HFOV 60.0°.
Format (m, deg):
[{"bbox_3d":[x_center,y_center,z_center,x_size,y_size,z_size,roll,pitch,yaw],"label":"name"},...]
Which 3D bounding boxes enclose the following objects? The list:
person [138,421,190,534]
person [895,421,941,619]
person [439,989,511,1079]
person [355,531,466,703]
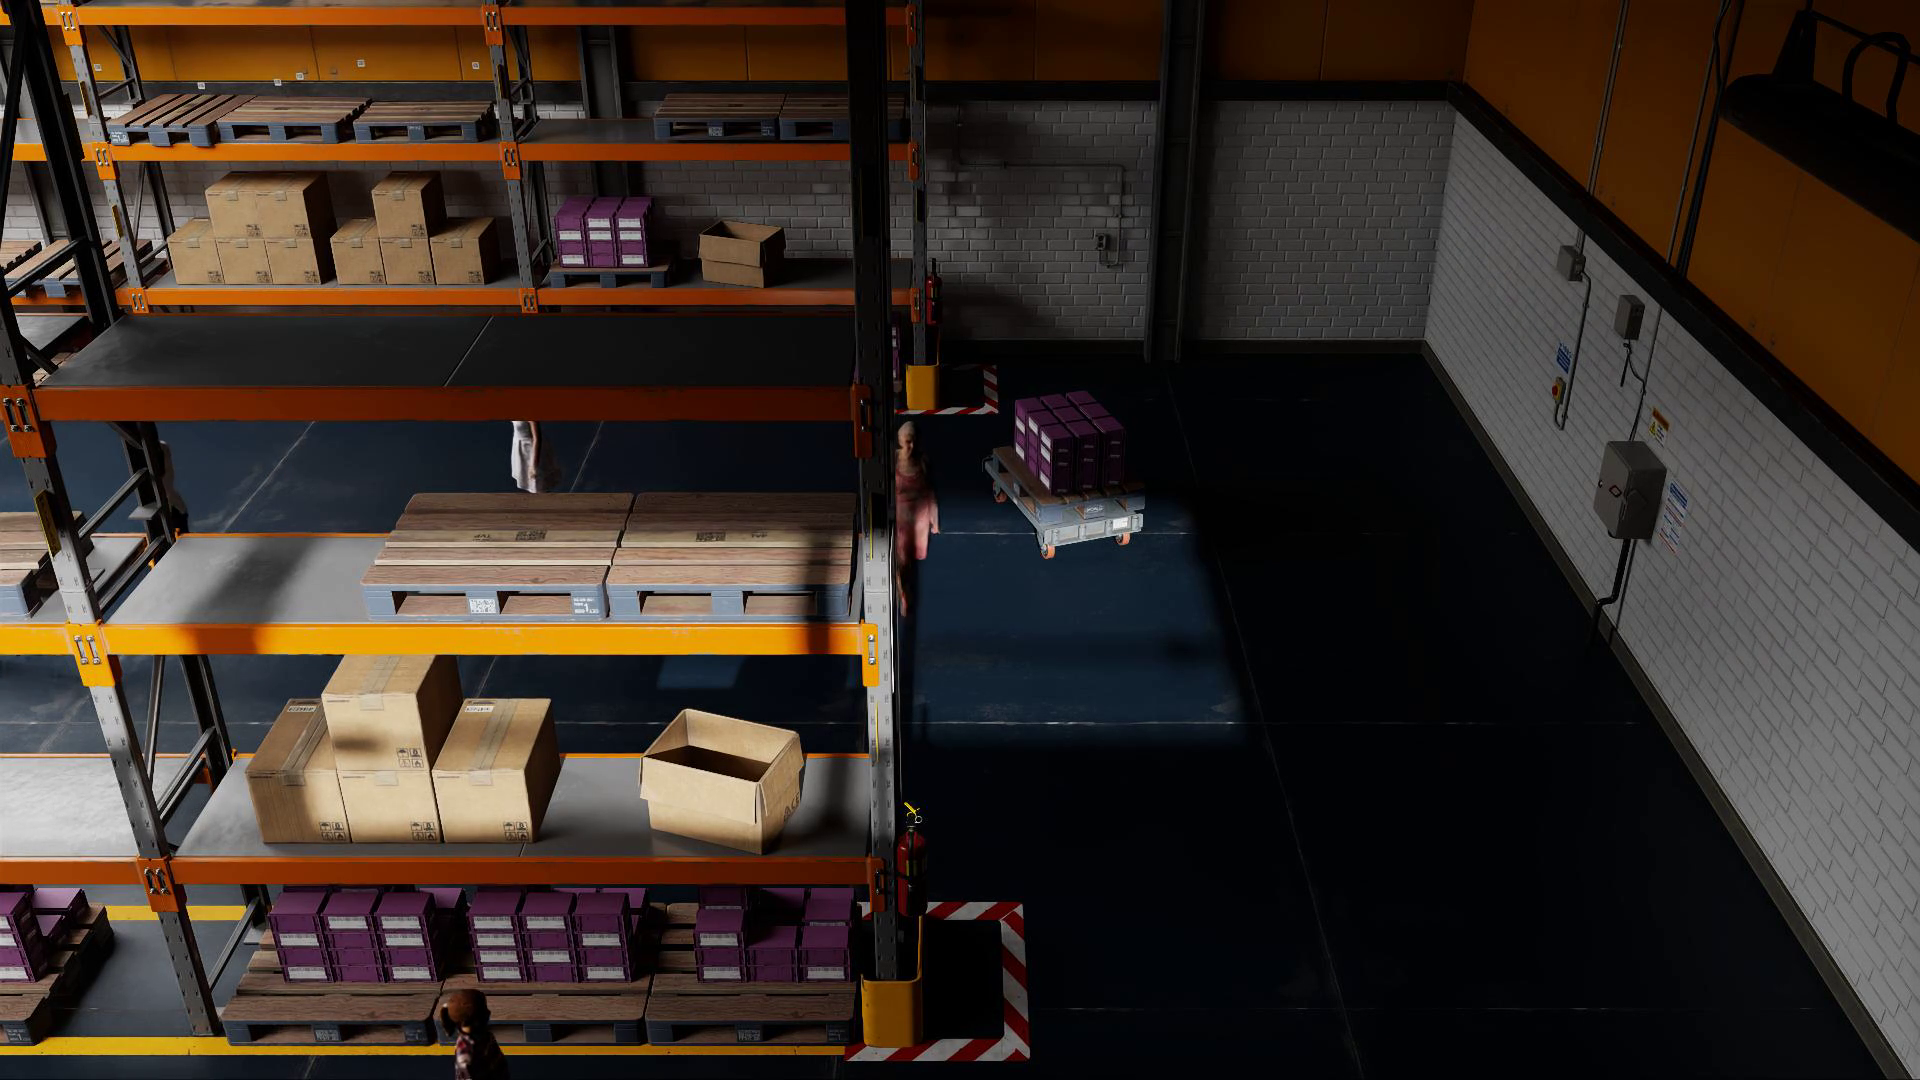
[{"bbox_3d":[-6.414,-0.207,13.532,0.729,1.778,0.697,11,30,19],"label":"person"},{"bbox_3d":[-0.446,-0.251,13.726,0.776,1.672,0.778,-7,29,-13],"label":"person"},{"bbox_3d":[-2.519,2.818,8.508,0.909,1.281,0.569,-2,29,-3],"label":"person"},{"bbox_3d":[-4.219,0.735,11.912,1.116,1.677,0.822,-9,30,-16],"label":"person"}]
